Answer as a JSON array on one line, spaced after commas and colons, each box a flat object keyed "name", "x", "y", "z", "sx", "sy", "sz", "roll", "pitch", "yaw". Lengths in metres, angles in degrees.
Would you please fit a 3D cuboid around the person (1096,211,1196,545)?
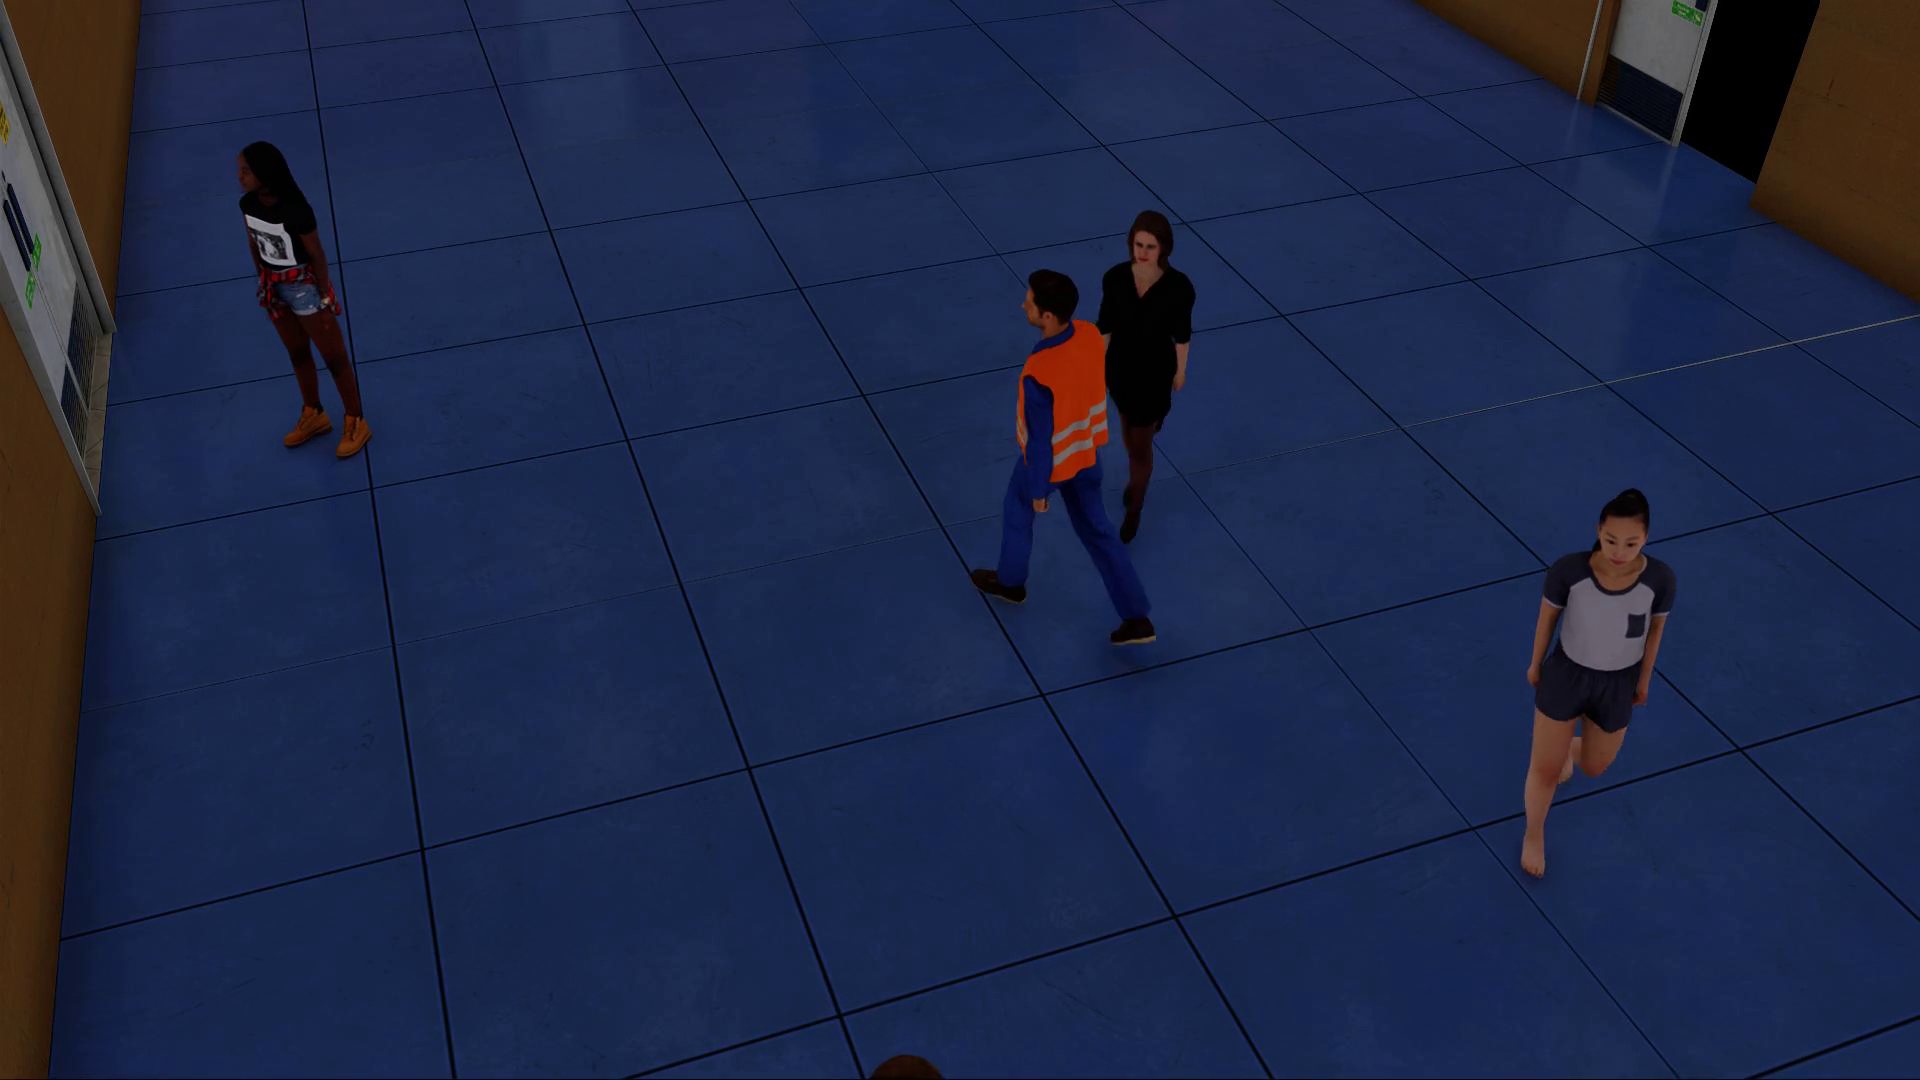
[{"name": "person", "x": 0.900, "y": -0.844, "z": 7.974, "sx": 0.825, "sy": 1.683, "sz": 0.893, "roll": 19, "pitch": 41, "yaw": 24}]

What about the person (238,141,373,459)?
[{"name": "person", "x": -3.355, "y": -1.226, "z": 8.461, "sx": 0.724, "sy": 1.725, "sz": 0.787, "roll": 15, "pitch": 39, "yaw": 19}]

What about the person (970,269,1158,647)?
[{"name": "person", "x": 0.508, "y": -0.293, "z": 7.143, "sx": 1.159, "sy": 1.815, "sz": 1.292, "roll": 29, "pitch": 46, "yaw": 33}]

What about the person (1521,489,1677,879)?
[{"name": "person", "x": 2.347, "y": 0.497, "z": 6.244, "sx": 0.911, "sy": 1.631, "sz": 0.905, "roll": 7, "pitch": 37, "yaw": 9}]
